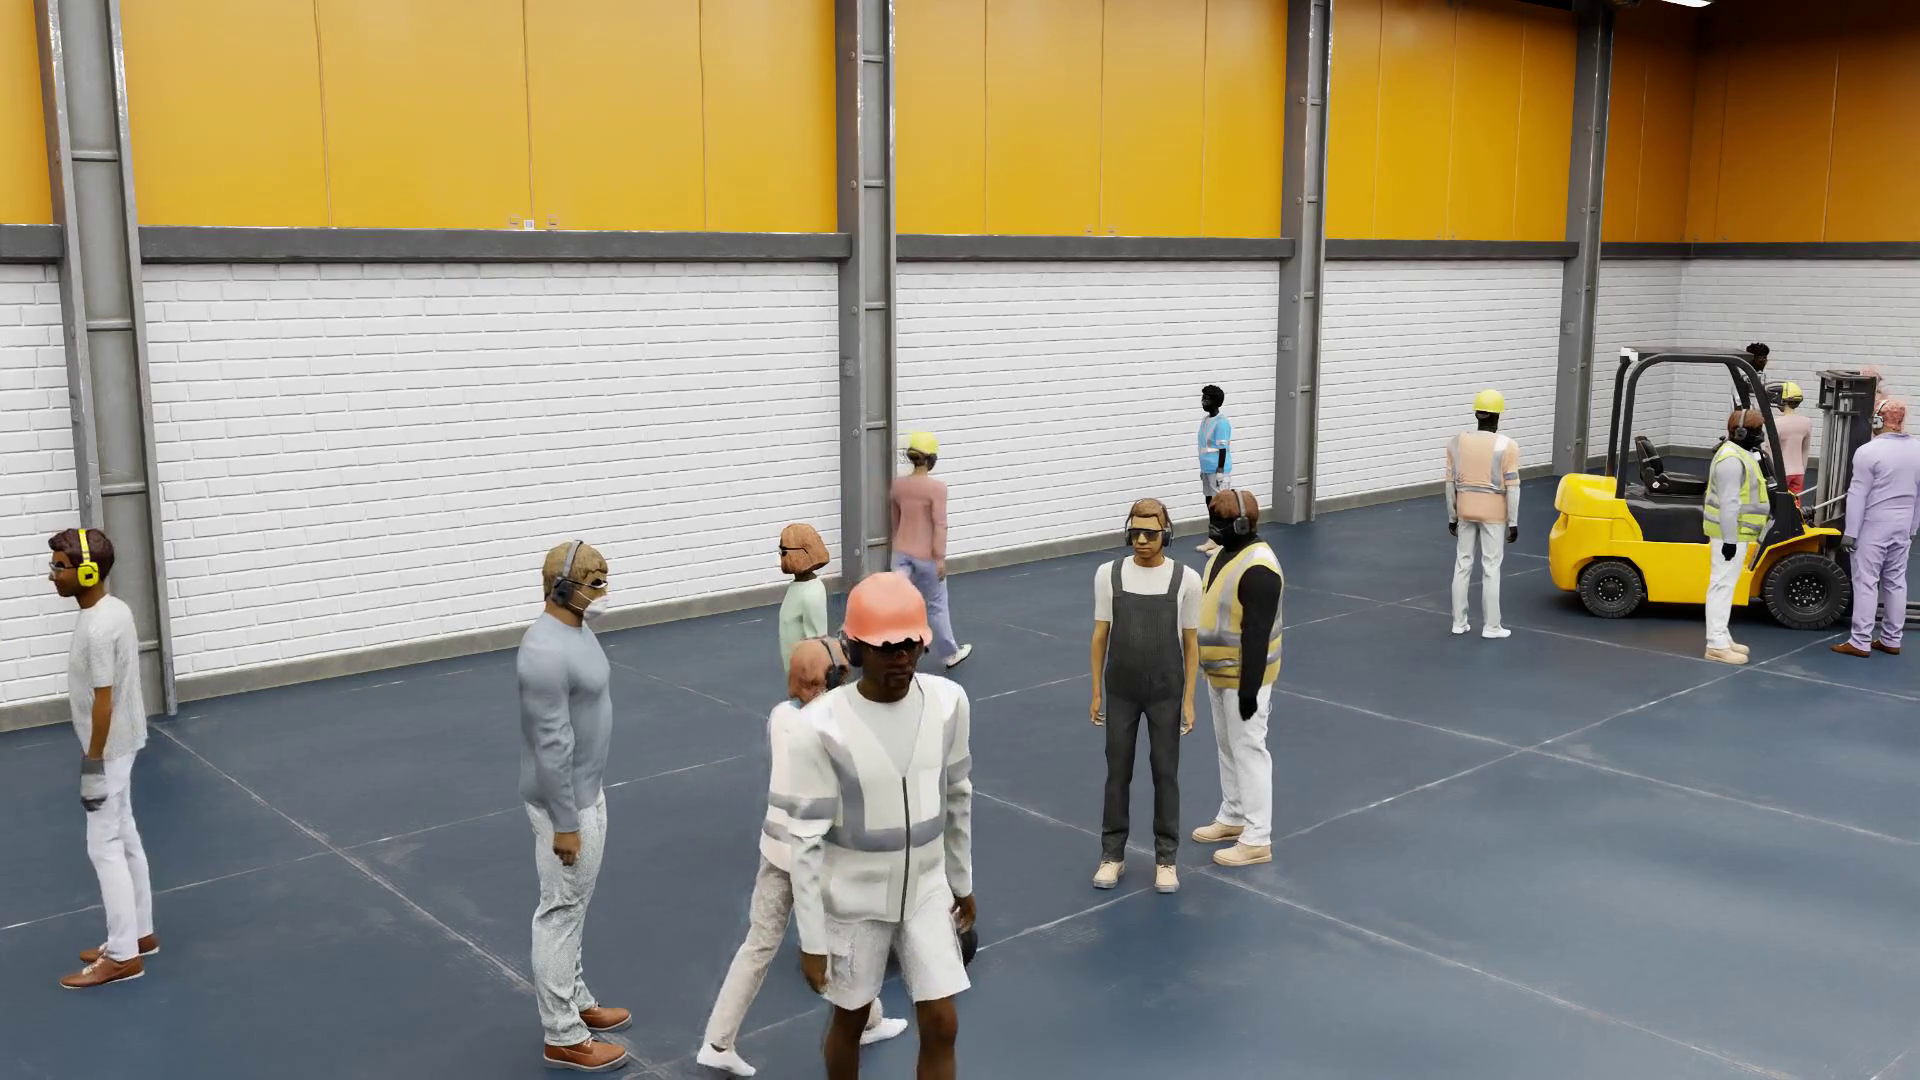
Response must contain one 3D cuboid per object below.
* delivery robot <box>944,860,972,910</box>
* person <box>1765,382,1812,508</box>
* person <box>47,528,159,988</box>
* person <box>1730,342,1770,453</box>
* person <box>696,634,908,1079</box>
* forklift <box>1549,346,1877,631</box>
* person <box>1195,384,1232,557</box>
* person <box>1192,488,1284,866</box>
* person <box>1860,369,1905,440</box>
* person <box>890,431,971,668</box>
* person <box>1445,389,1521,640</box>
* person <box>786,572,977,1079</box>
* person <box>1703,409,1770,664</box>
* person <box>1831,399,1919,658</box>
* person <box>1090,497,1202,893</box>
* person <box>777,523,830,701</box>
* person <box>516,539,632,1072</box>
[{"bbox_3d":[-0.309,1.439,6.986,0.707,0.478,0.477,0,10,-2],"label":"delivery robot"},{"bbox_3d":[7.757,-0.604,15.682,0.525,1.769,0.313,-4,10,-21],"label":"person"},{"bbox_3d":[-3.511,0.870,6.765,0.367,1.869,0.518,-4,10,-21],"label":"person"},{"bbox_3d":[9.169,-1.322,19.349,0.609,1.954,0.394,-8,13,-39],"label":"person"},{"bbox_3d":[-0.596,1.138,5.985,0.859,1.593,0.523,-8,13,-39],"label":"person"},{"bbox_3d":[6.109,-0.478,13.691,2.313,2.155,1.214,3,10,16],"label":"forklift"},{"bbox_3d":[2.503,-0.687,16.392,0.321,1.691,0.537,-2,10,-14],"label":"person"},{"bbox_3d":[1.340,0.657,8.120,0.430,1.835,0.621,-2,10,-9],"label":"person"},{"bbox_3d":[8.983,-0.774,16.472,0.656,1.853,1.034,9,14,44],"label":"person"},{"bbox_3d":[-0.265,0.105,11.613,0.548,1.722,0.885,7,12,36],"label":"person"},{"bbox_3d":[4.024,-0.196,12.817,0.587,1.928,0.363,8,13,40],"label":"person"},{"bbox_3d":[-0.190,1.091,4.991,0.663,2.020,0.813,-5,11,-28],"label":"person"},{"bbox_3d":[5.659,-0.038,12.144,0.430,1.844,0.624,6,11,30],"label":"person"},{"bbox_3d":[6.772,-0.085,12.259,0.639,1.902,0.402,-3,10,-19],"label":"person"},{"bbox_3d":[0.855,0.717,7.717,0.508,1.846,0.345,2,10,12],"label":"person"},{"bbox_3d":[-0.783,0.723,8.297,0.280,1.634,0.498,-3,10,-16],"label":"person"},{"bbox_3d":[-1.415,0.952,6.082,0.372,1.934,0.627,-1,10,-6],"label":"person"}]
